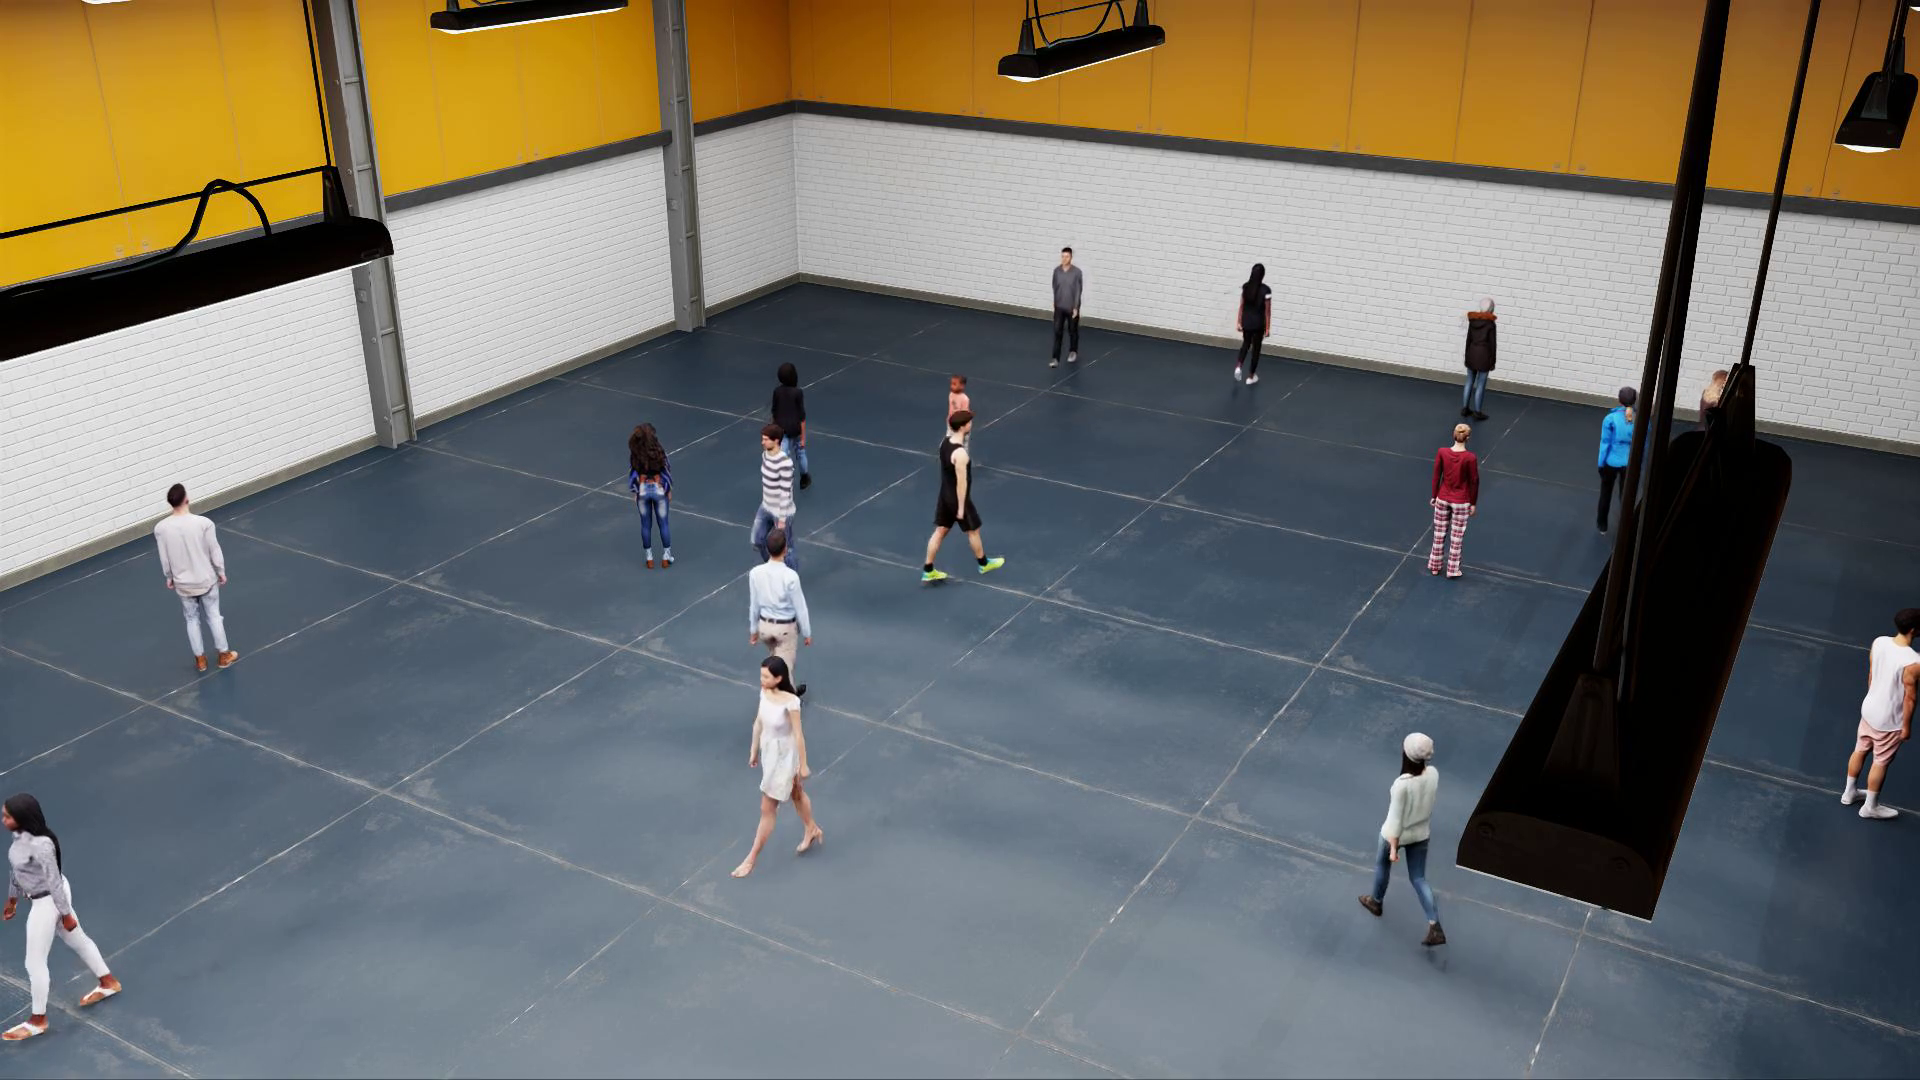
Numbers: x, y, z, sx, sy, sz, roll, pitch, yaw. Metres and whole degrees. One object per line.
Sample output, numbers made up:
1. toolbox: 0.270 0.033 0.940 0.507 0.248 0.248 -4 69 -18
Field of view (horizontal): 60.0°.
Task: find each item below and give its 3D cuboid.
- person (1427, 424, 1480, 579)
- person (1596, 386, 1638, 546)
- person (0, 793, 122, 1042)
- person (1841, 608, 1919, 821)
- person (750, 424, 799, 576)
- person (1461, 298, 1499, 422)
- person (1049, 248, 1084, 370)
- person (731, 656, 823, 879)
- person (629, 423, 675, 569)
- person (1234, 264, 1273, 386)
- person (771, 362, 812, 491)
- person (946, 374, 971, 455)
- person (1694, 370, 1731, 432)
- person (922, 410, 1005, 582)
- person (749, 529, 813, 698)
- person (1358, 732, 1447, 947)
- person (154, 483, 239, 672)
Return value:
1. person: 5.144 -0.428 17.339 0.637 1.699 0.515 15 28 31
2. person: 7.184 -0.779 18.047 0.771 1.776 1.131 7 25 15
3. person: -5.881 2.378 10.928 1.068 1.694 0.837 -17 29 -34
4. person: 7.313 1.355 13.150 0.791 1.789 0.716 -4 24 -10
5. person: -1.775 -0.328 16.937 0.796 1.838 0.784 -17 29 -34
6. person: 6.848 -2.398 21.927 0.735 1.635 0.725 -16 28 -32
7. person: 1.583 -3.343 23.996 0.788 1.708 1.215 8 25 17
8. person: -1.263 1.647 12.541 1.168 1.741 0.873 -20 30 -37
9. person: -3.252 -0.479 17.563 0.691 1.614 0.709 0 24 0
10. person: 4.046 -2.979 23.140 0.669 1.729 0.795 16 28 33
11. person: -1.978 -1.163 19.089 0.880 1.645 1.216 3 24 7
12. person: 0.030 -1.385 20.025 0.572 1.302 0.565 -20 31 -39
13. person: 8.402 -1.124 18.976 1.073 1.664 1.149 -1 24 -2
14. person: -0.121 -0.409 17.116 1.282 1.844 1.073 -13 27 -27
15. person: -1.589 0.837 14.312 0.775 1.807 1.255 9 25 20
16. person: 3.195 2.106 11.652 1.095 1.612 1.042 -11 26 -23
17. person: -7.088 0.340 15.409 0.748 1.839 0.795 -5 24 -11
